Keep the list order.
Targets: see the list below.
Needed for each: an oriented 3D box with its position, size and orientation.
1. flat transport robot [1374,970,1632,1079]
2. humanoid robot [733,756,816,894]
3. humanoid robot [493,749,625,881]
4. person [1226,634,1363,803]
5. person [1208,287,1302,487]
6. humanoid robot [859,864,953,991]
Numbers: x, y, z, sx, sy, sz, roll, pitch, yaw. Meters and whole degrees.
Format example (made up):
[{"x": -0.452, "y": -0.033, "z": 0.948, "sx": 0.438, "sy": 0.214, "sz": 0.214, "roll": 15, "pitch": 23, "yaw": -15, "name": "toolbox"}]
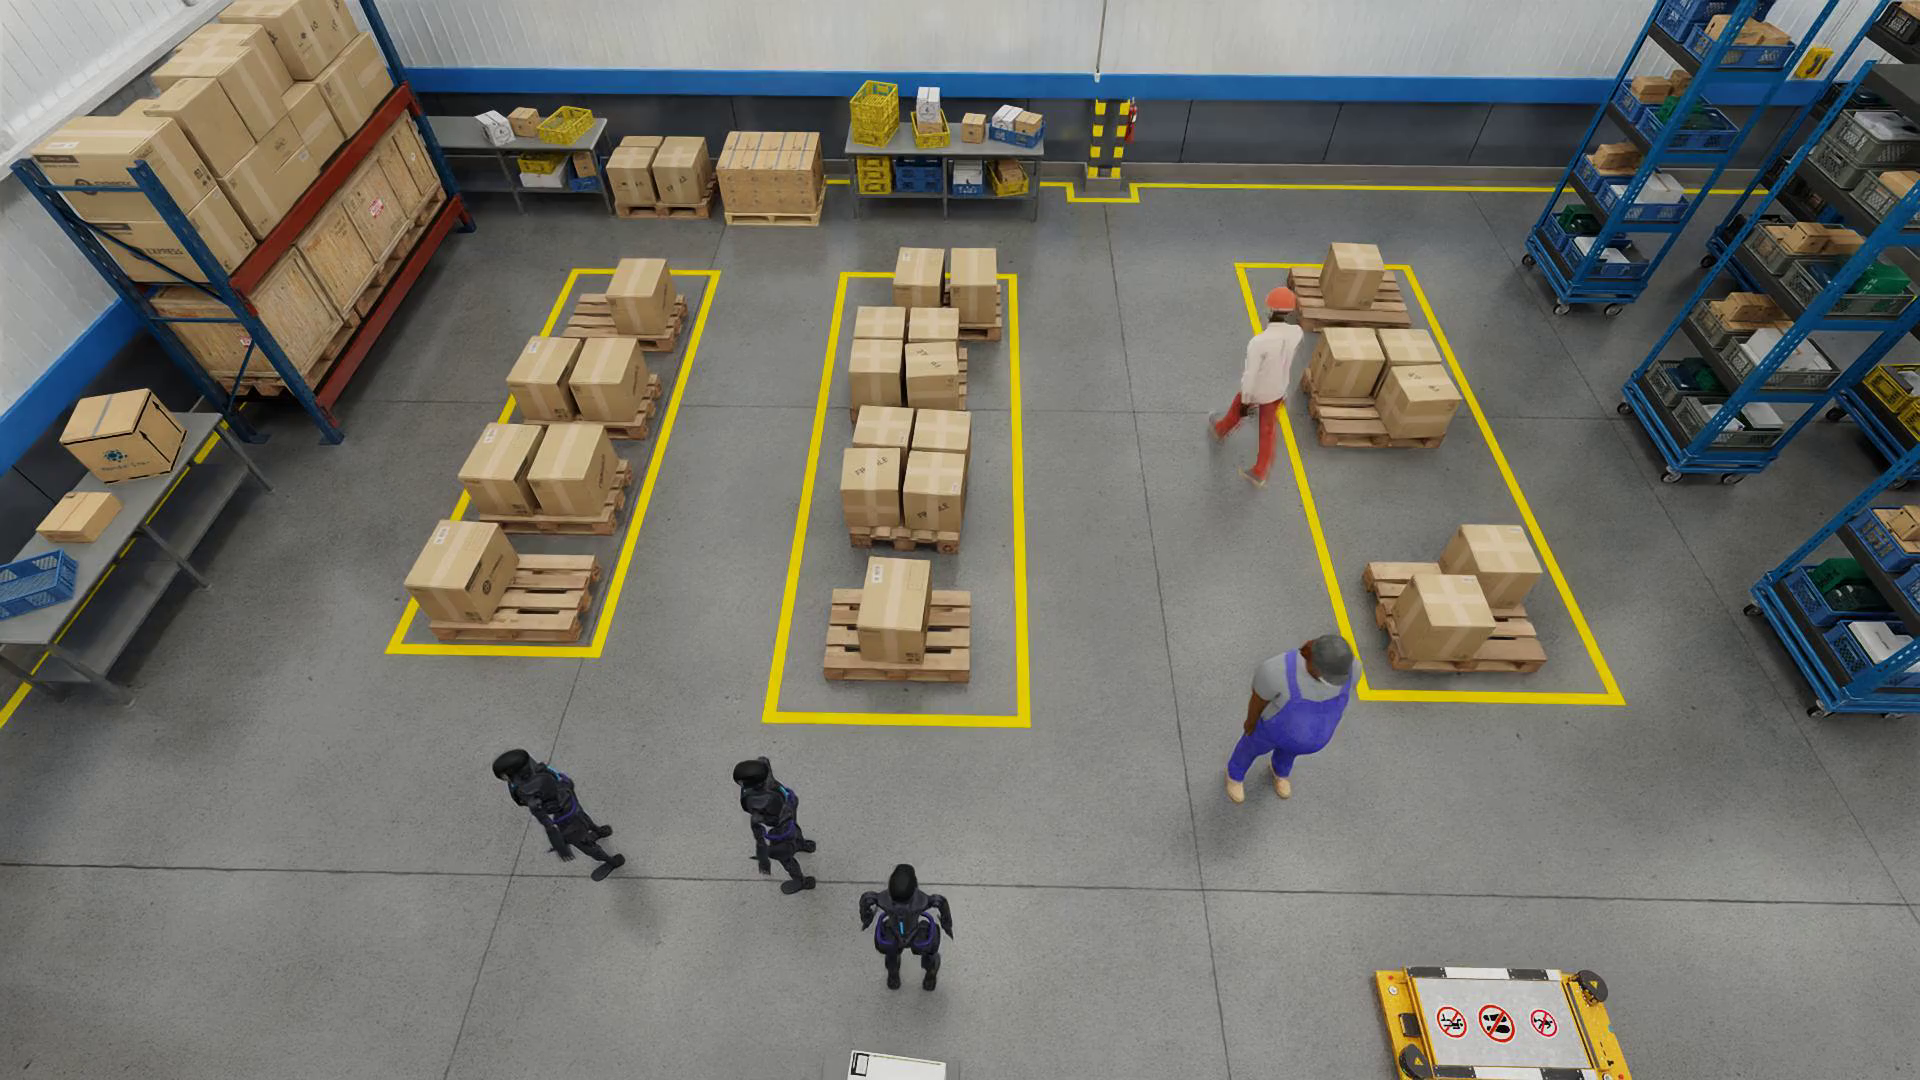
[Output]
[{"x": 3.501, "y": 3.133, "z": 5.914, "sx": 1.431, "sy": 0.197, "sz": 0.652, "roll": 1, "pitch": 51, "yaw": 1, "name": "flat transport robot"}, {"x": -1.219, "y": 1.871, "z": 6.051, "sx": 0.339, "sy": 1.650, "sz": 0.567, "roll": -4, "pitch": 51, "yaw": -3, "name": "humanoid robot"}, {"x": -2.676, "y": 1.805, "z": 6.106, "sx": 0.342, "sy": 1.649, "sz": 0.569, "roll": -25, "pitch": 55, "yaw": -19, "name": "humanoid robot"}, {"x": 2.300, "y": 1.258, "z": 6.318, "sx": 0.679, "sy": 2.000, "sz": 0.536, "roll": -2, "pitch": 51, "yaw": -2, "name": "person"}, {"x": 2.804, "y": -1.465, "z": 8.617, "sx": 0.618, "sy": 1.910, "sz": 1.044, "roll": -17, "pitch": 53, "yaw": -13, "name": "person"}, {"x": -0.332, "y": 2.385, "z": 5.630, "sx": 0.581, "sy": 1.652, "sz": 0.327, "roll": 1, "pitch": 51, "yaw": 1, "name": "humanoid robot"}]
